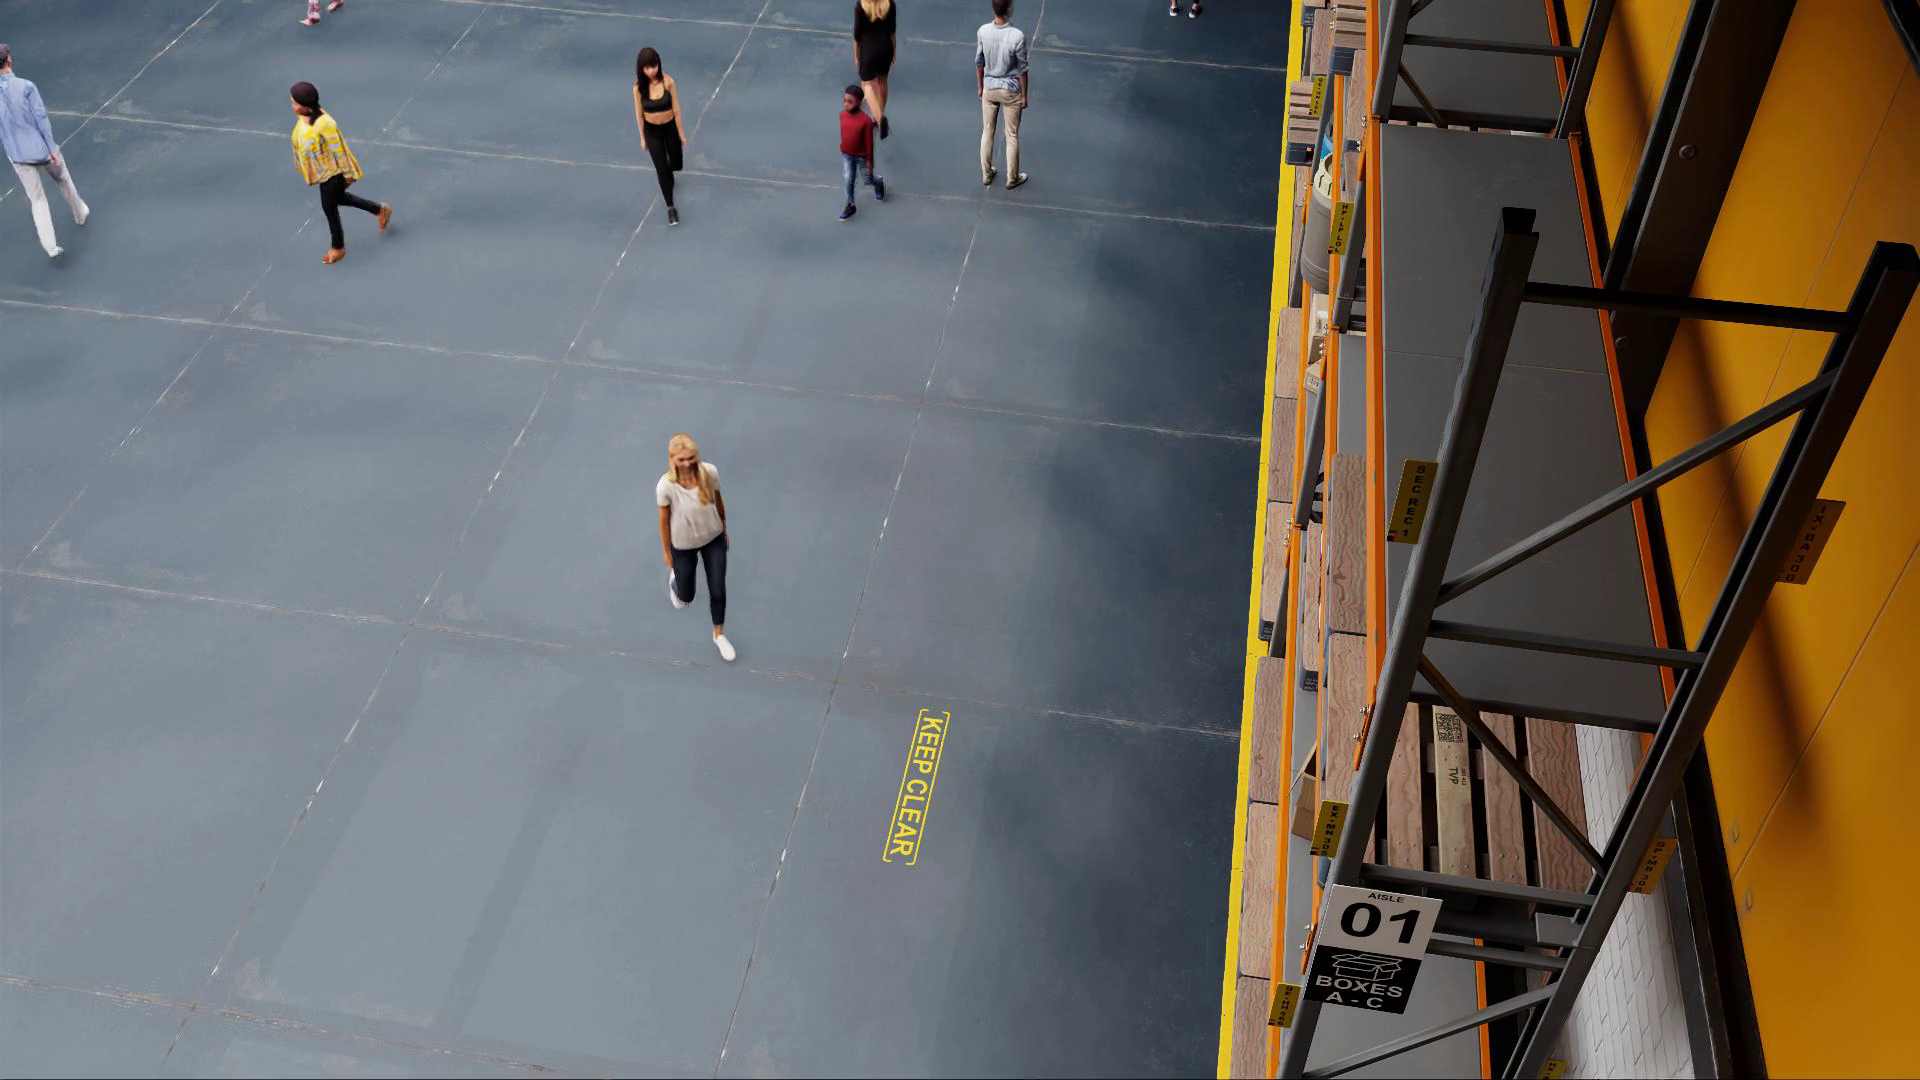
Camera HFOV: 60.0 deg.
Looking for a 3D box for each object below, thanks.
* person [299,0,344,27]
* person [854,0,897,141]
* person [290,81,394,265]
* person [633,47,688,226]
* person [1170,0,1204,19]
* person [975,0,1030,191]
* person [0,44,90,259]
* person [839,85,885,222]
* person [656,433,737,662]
[{"bbox_3d":[-6.841,-6.329,17.499,0.793,1.669,1.075,17,46,17],"label":"person"},{"bbox_3d":[-0.766,-4.507,15.592,0.825,1.660,0.982,-13,45,-13],"label":"person"},{"bbox_3d":[-5.314,-3.184,14.228,1.145,1.627,1.027,-33,53,-30],"label":"person"},{"bbox_3d":[-2.634,-3.630,14.692,0.804,1.632,0.986,-11,45,-11],"label":"person"},{"bbox_3d":[2.428,-6.355,17.510,0.590,1.700,0.570,9,44,10],"label":"person"},{"bbox_3d":[0.374,-4.050,14.977,0.699,1.847,0.616,17,46,17],"label":"person"},{"bbox_3d":[-7.936,-3.284,14.162,0.978,1.862,1.235,-11,45,-11],"label":"person"},{"bbox_3d":[-0.882,-3.479,14.818,0.632,1.240,0.827,20,47,20],"label":"person"},{"bbox_3d":[-1.739,-0.018,10.782,0.929,1.795,1.028,-22,48,-21],"label":"person"}]
